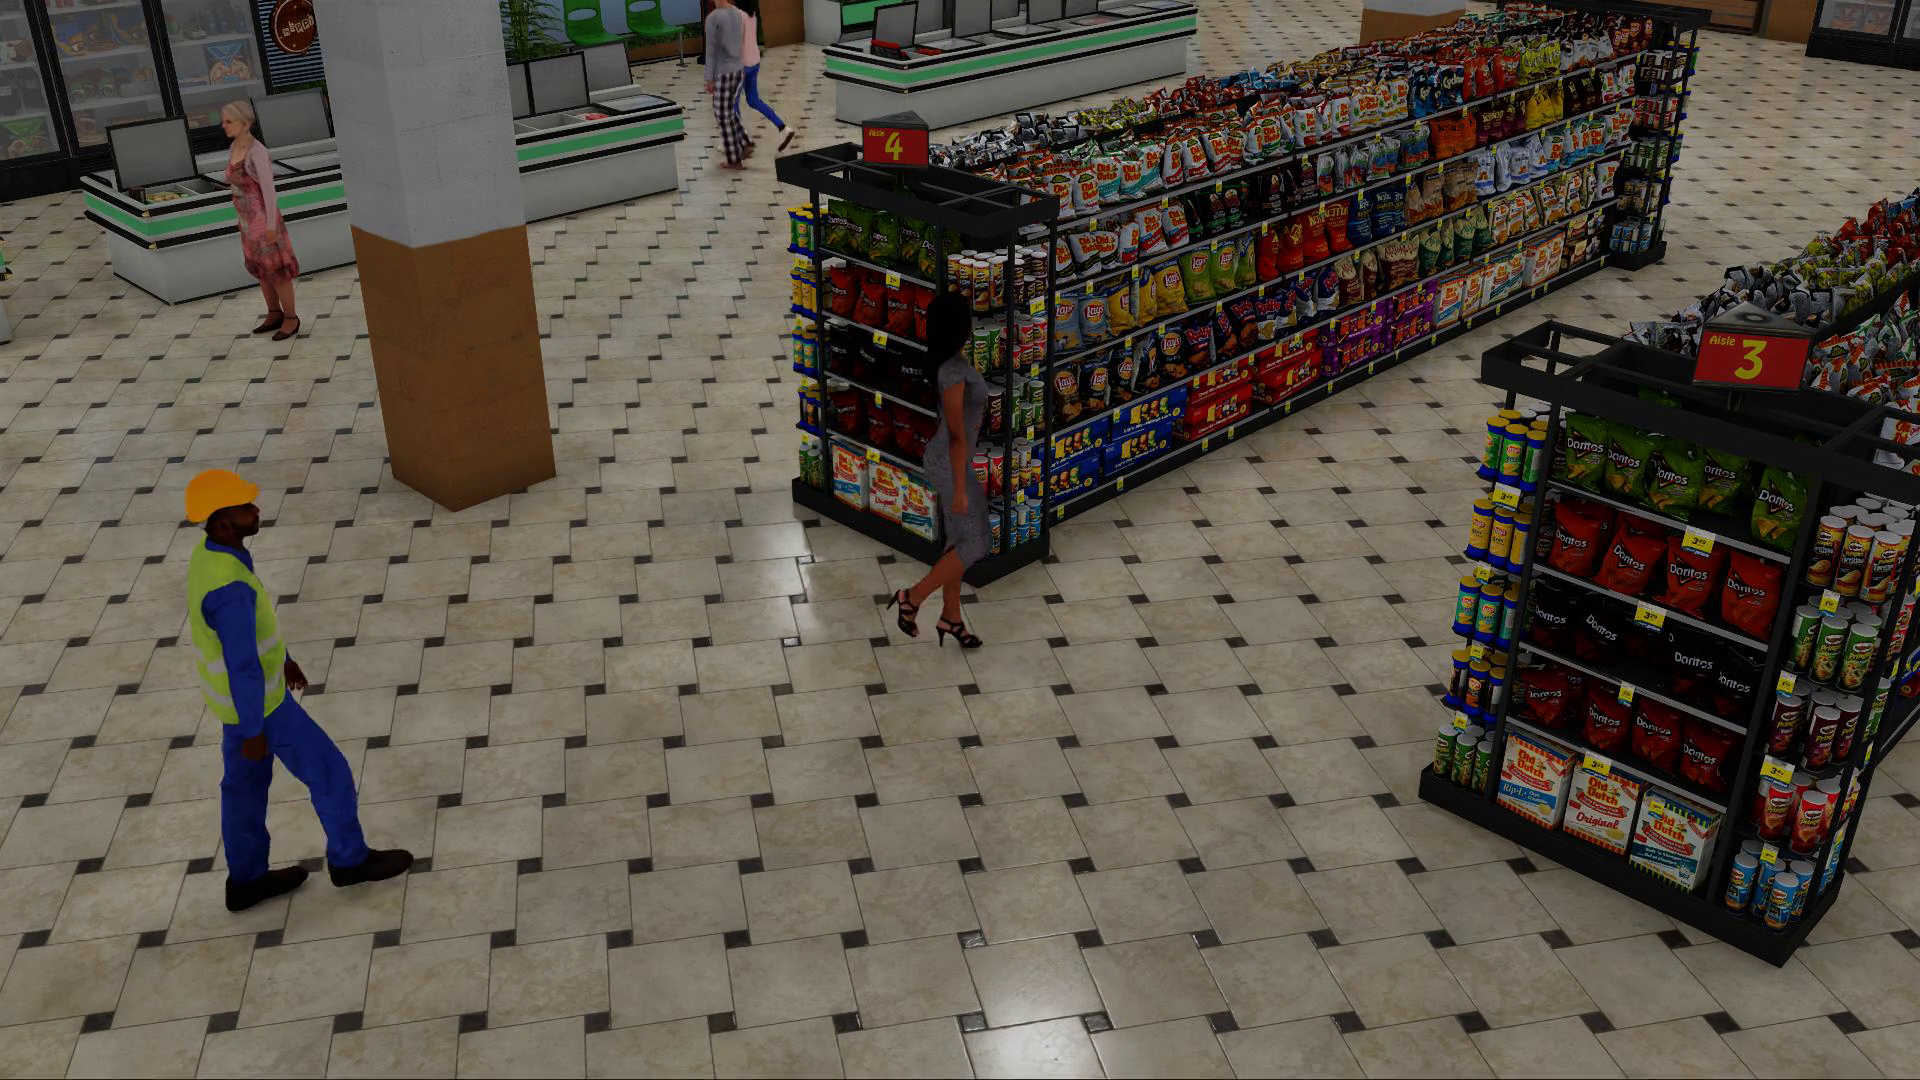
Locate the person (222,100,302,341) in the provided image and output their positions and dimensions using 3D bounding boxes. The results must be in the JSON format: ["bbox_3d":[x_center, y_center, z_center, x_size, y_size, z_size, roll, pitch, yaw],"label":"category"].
[{"bbox_3d":[-4.994,-2.284,11.875,0.602,1.695,0.583,20,33,35],"label":"person"}]

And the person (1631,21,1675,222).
[{"bbox_3d":[5.921,-3.578,14.374,0.717,1.743,0.532,19,33,33],"label":"person"}]

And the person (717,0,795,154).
[{"bbox_3d":[-2.063,-4.700,16.582,0.984,1.746,1.100,10,28,18],"label":"person"}]

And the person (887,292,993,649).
[{"bbox_3d":[-0.122,-0.279,7.854,0.897,1.756,0.835,0,27,0],"label":"person"}]

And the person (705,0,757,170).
[{"bbox_3d":[-2.182,-4.499,16.086,0.799,1.836,0.719,16,31,28],"label":"person"}]

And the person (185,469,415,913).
[{"bbox_3d":[-2.673,0.594,6.093,0.949,1.792,0.747,-19,32,-32],"label":"person"}]
